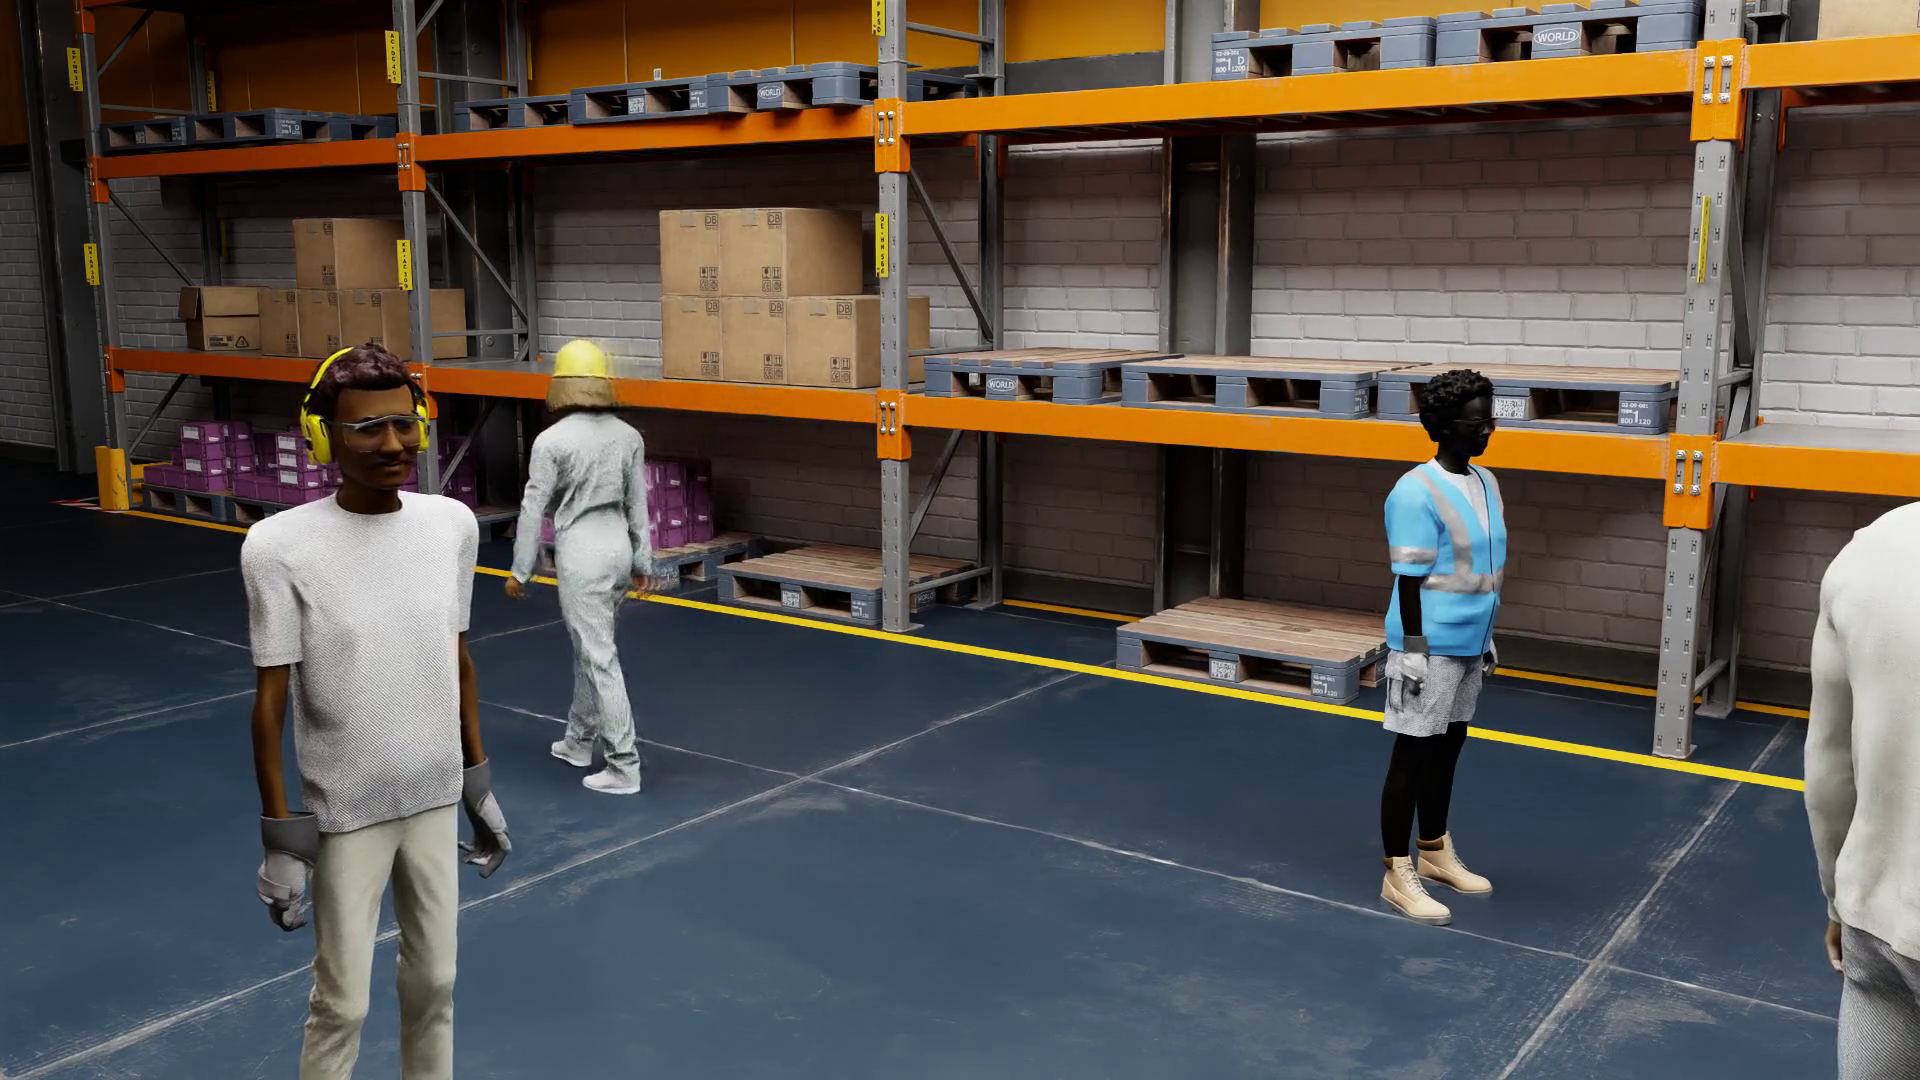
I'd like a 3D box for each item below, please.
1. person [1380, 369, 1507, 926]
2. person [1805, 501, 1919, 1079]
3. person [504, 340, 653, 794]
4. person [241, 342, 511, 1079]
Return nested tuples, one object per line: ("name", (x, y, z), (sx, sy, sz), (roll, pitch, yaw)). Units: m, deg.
("person", (1.502, 0.320, 5.160), (0.318, 1.697, 0.533), (9, 13, 42))
("person", (1.548, 0.638, 2.545), (0.354, 1.937, 0.635), (-2, 10, -10))
("person", (-1.491, 0.099, 6.401), (0.762, 1.710, 0.511), (6, 12, 34))
("person", (-1.140, 0.544, 3.312), (0.310, 1.869, 0.531), (8, 12, 39))
